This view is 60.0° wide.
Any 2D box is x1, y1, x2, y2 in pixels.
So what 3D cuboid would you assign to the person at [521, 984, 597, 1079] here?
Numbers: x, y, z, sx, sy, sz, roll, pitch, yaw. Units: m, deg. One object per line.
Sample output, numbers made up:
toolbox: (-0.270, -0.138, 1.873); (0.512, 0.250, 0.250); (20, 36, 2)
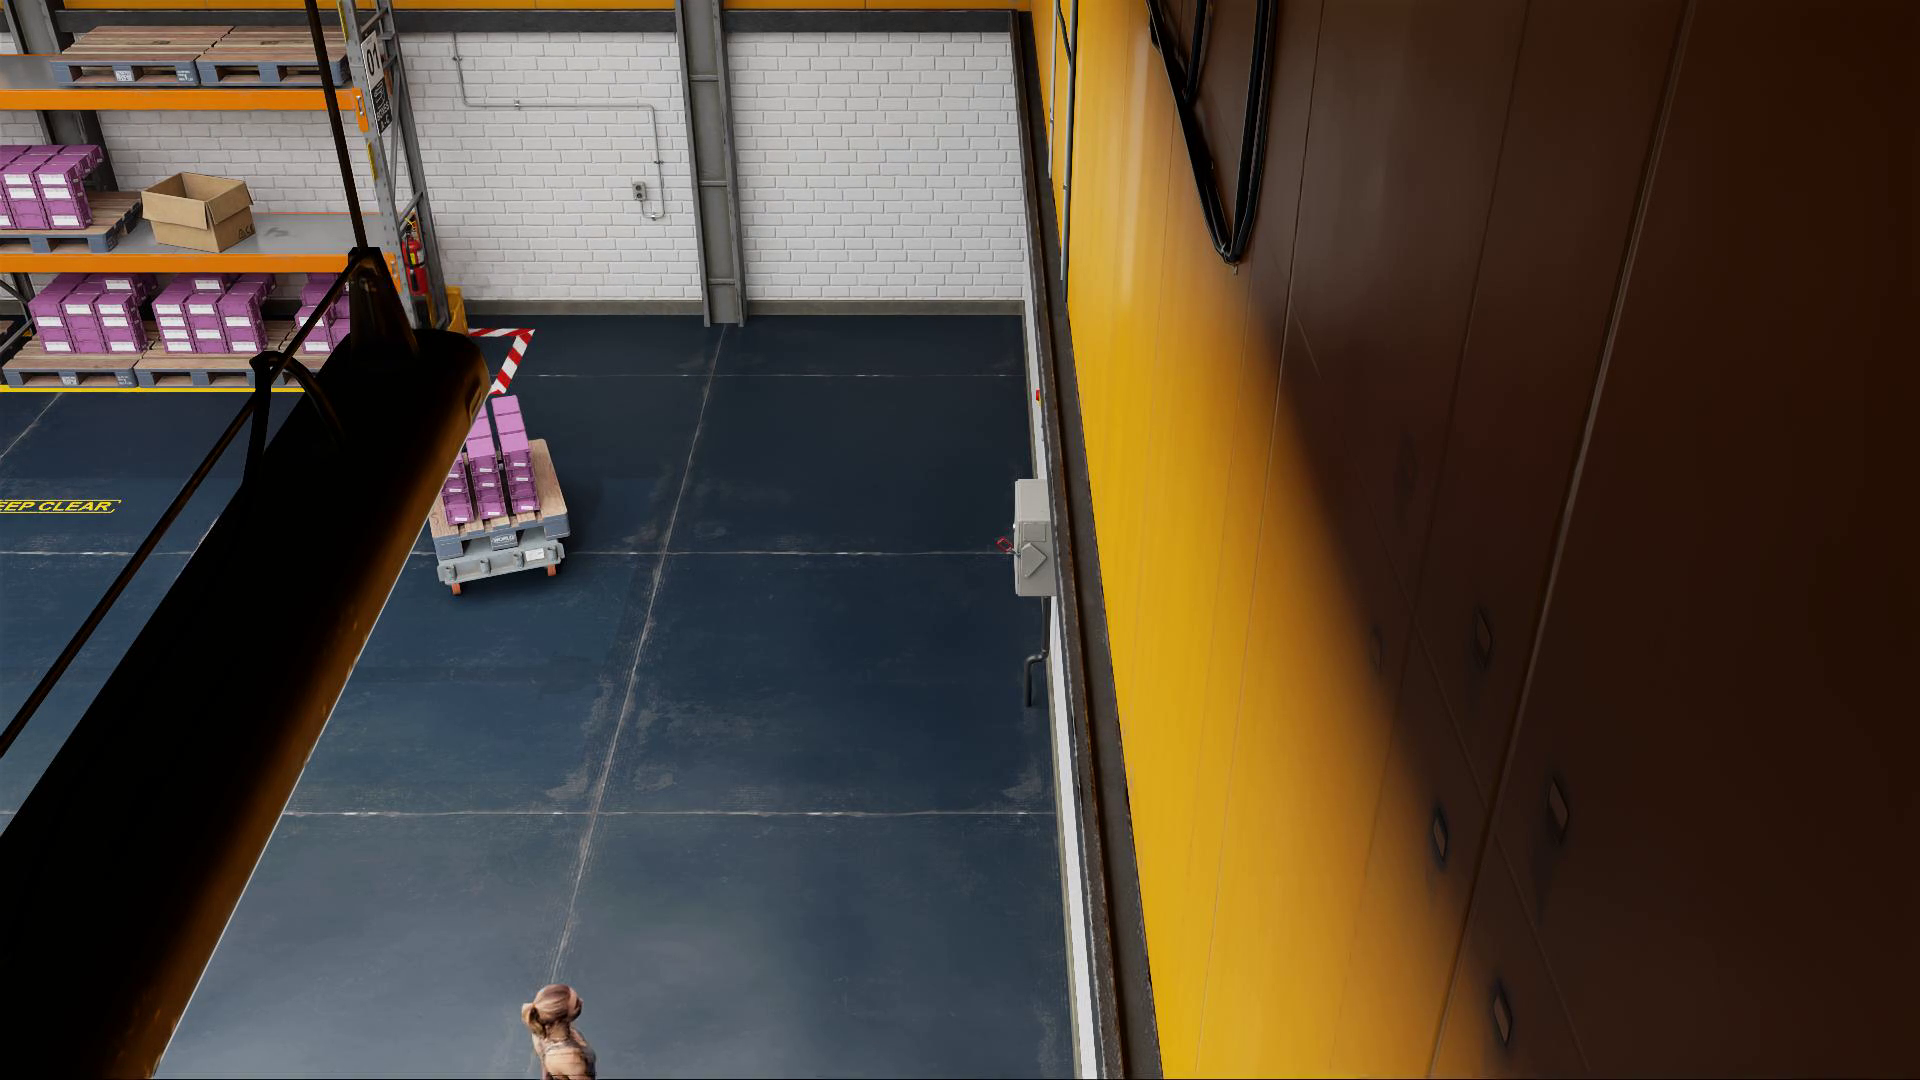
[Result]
person: (-1.870, 2.723, 7.763); (0.993, 1.686, 0.886); (-21, 39, -29)
